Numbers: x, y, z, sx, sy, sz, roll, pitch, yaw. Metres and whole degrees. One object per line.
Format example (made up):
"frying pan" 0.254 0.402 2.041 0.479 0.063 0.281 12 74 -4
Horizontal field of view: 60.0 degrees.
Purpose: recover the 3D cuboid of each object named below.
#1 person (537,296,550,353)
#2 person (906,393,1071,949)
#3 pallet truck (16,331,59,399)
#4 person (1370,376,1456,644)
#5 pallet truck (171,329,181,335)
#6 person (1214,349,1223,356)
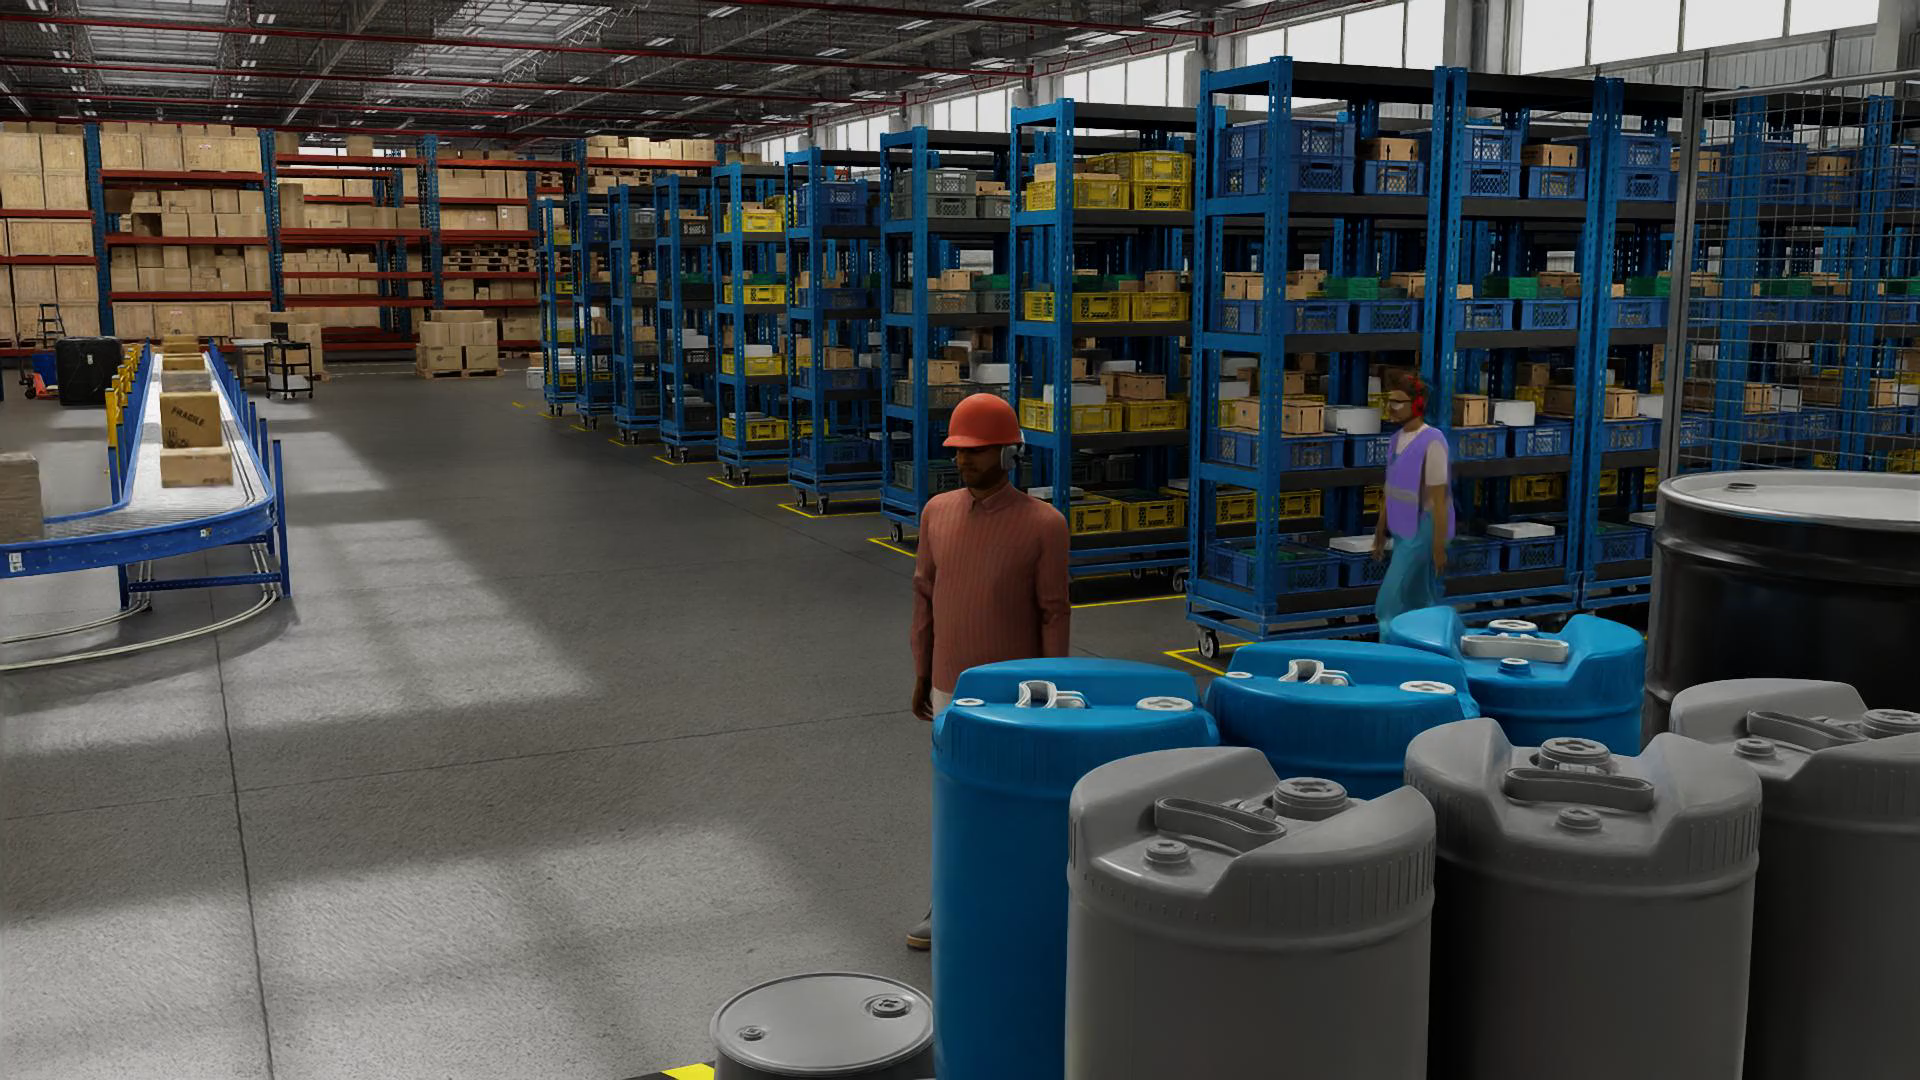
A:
"person" -11.486 -5.817 45.677 0.620 1.748 0.542 -4 10 -22
"person" 0.087 0.484 5.824 0.608 1.995 0.377 5 11 29
"pallet truck" -17.082 -3.353 31.781 1.630 1.274 0.653 -4 10 -25
"person" 2.445 -0.002 9.343 0.671 1.823 0.607 -1 9 -6
"pallet truck" -17.275 -3.851 35.096 1.601 1.201 0.680 0 9 1
"person" 3.460 -2.241 23.231 0.591 1.833 0.404 6 11 32
